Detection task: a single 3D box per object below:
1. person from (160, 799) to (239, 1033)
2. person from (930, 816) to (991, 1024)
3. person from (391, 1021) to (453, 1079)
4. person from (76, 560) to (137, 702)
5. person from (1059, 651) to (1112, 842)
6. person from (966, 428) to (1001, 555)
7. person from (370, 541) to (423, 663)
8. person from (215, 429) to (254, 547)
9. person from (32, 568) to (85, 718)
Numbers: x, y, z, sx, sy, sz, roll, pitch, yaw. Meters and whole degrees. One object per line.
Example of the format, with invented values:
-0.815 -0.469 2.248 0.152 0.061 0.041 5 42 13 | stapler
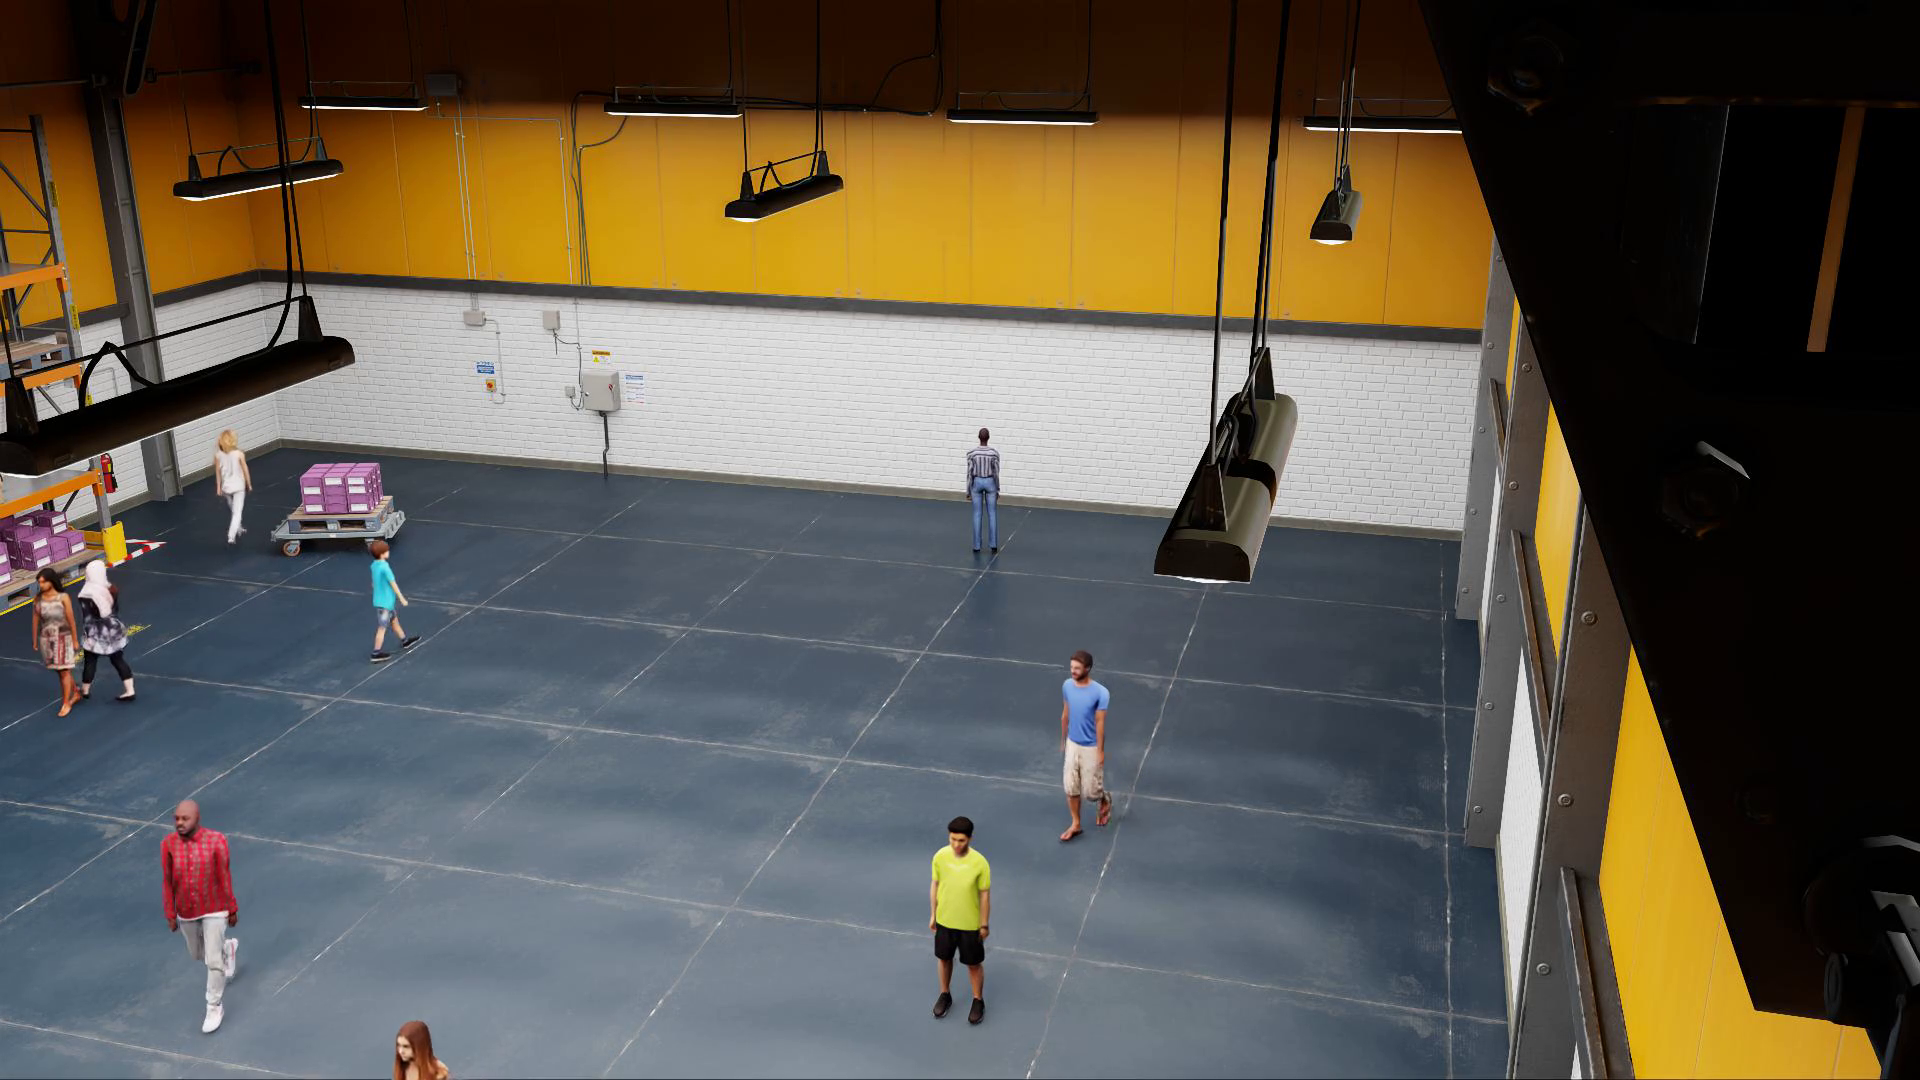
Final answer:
-5.791 2.783 12.781 0.907 1.797 1.175 -1 19 -4 | person
-0.007 2.864 12.690 0.626 1.702 0.533 6 20 18 | person
-3.214 3.676 10.284 0.736 1.700 0.986 8 20 24 | person
-9.328 1.037 18.298 0.781 1.585 0.932 6 19 17 | person
1.195 1.874 15.403 0.830 1.848 0.944 14 23 35 | person
0.329 -0.684 23.083 0.700 1.794 0.660 -1 19 -3 | person
-6.804 0.734 19.463 0.983 1.416 0.843 -15 24 -37 | person
-10.244 -0.703 23.397 0.743 1.629 1.115 0 19 0 | person
-9.800 1.073 18.108 0.691 1.638 0.750 2 19 7 | person
